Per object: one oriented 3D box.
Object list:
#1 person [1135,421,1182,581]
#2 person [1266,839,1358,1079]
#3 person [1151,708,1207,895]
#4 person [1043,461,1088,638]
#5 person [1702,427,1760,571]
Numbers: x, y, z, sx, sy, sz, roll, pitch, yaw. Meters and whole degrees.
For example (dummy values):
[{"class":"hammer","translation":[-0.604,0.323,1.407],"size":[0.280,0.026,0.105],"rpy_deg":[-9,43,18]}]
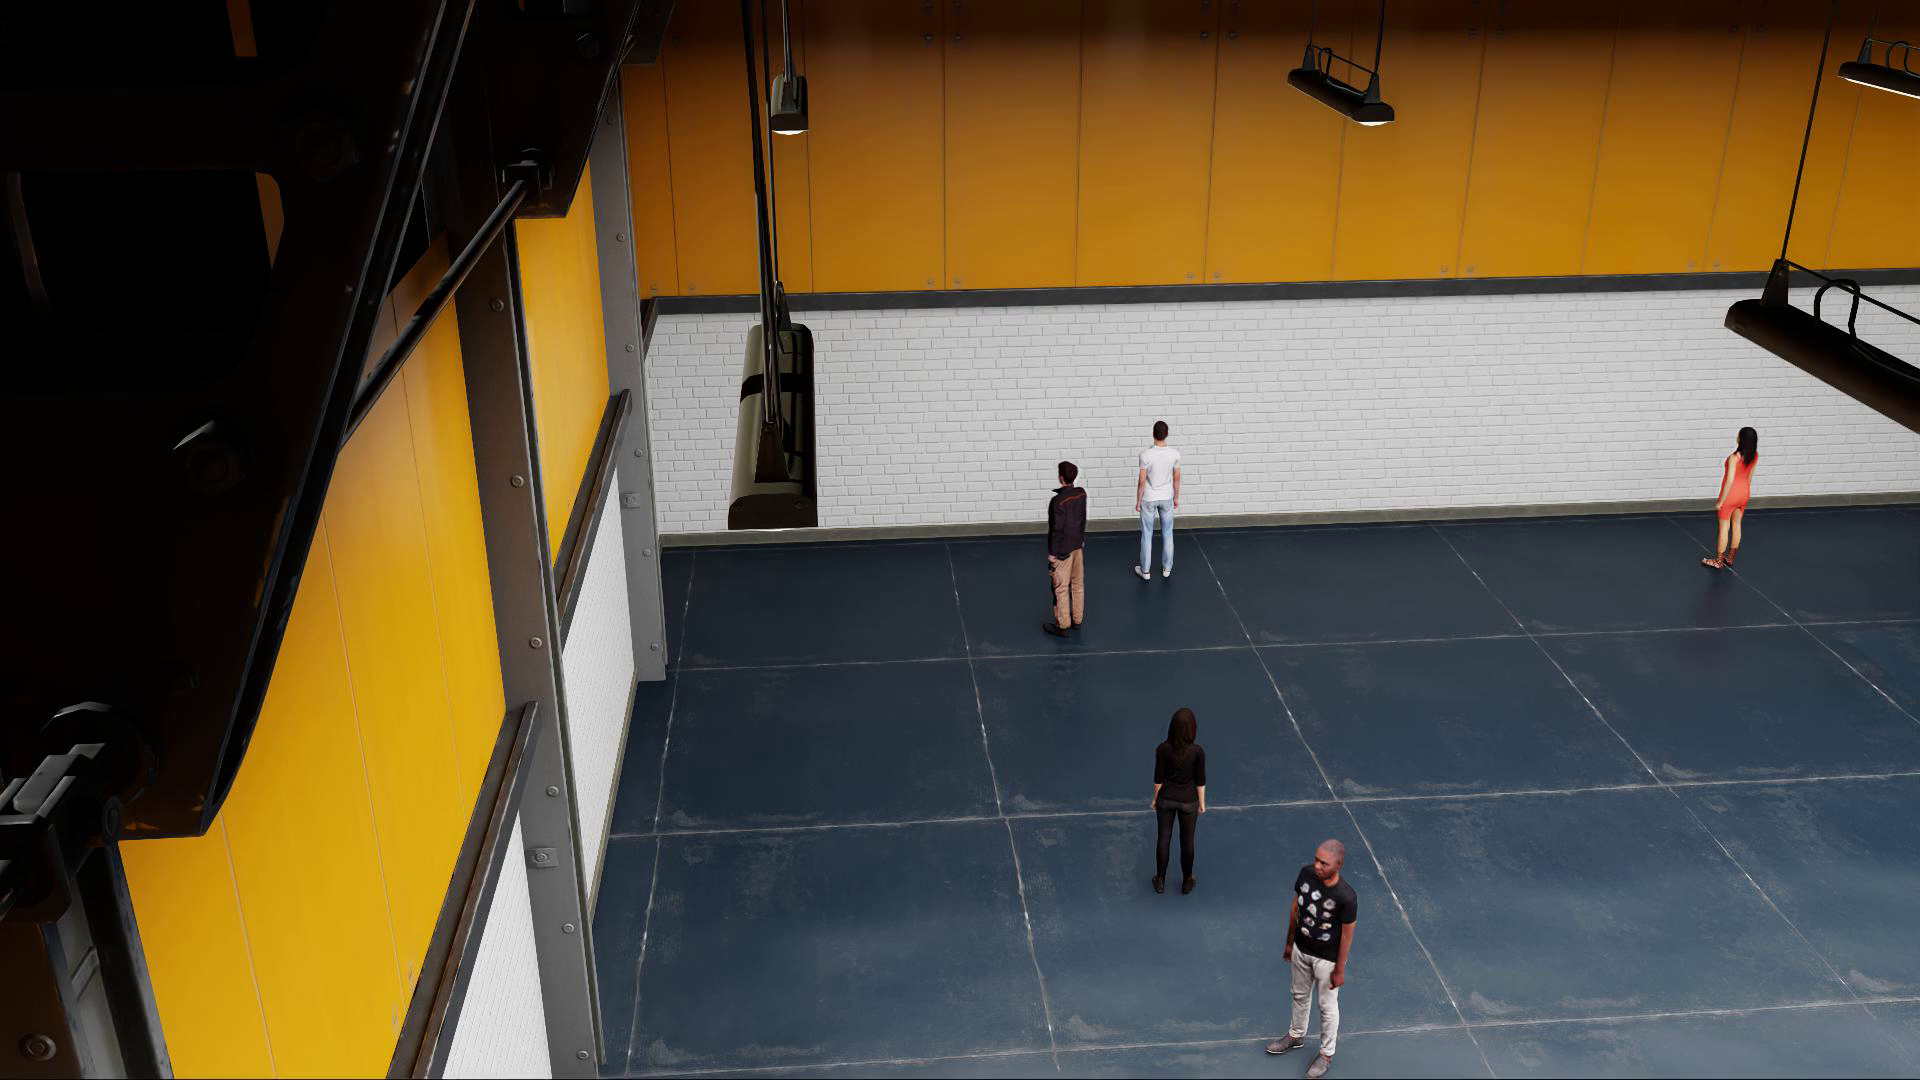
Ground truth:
[{"class":"person","translation":[2.229,-0.454,18.778],"size":[0.671,1.851,0.563],"rpy_deg":[-4,24,-10]},{"class":"person","translation":[2.456,2.814,11.360],"size":[0.819,1.805,0.730],"rpy_deg":[-19,30,-36]},{"class":"person","translation":[1.736,2.079,13.245],"size":[0.627,1.642,0.577],"rpy_deg":[4,24,9]},{"class":"person","translation":[1.113,0.087,17.450],"size":[0.826,1.924,0.786],"rpy_deg":[21,31,40]},{"class":"person","translation":[8.859,-0.488,19.020],"size":[0.656,1.719,0.644],"rpy_deg":[-11,26,-24]}]
